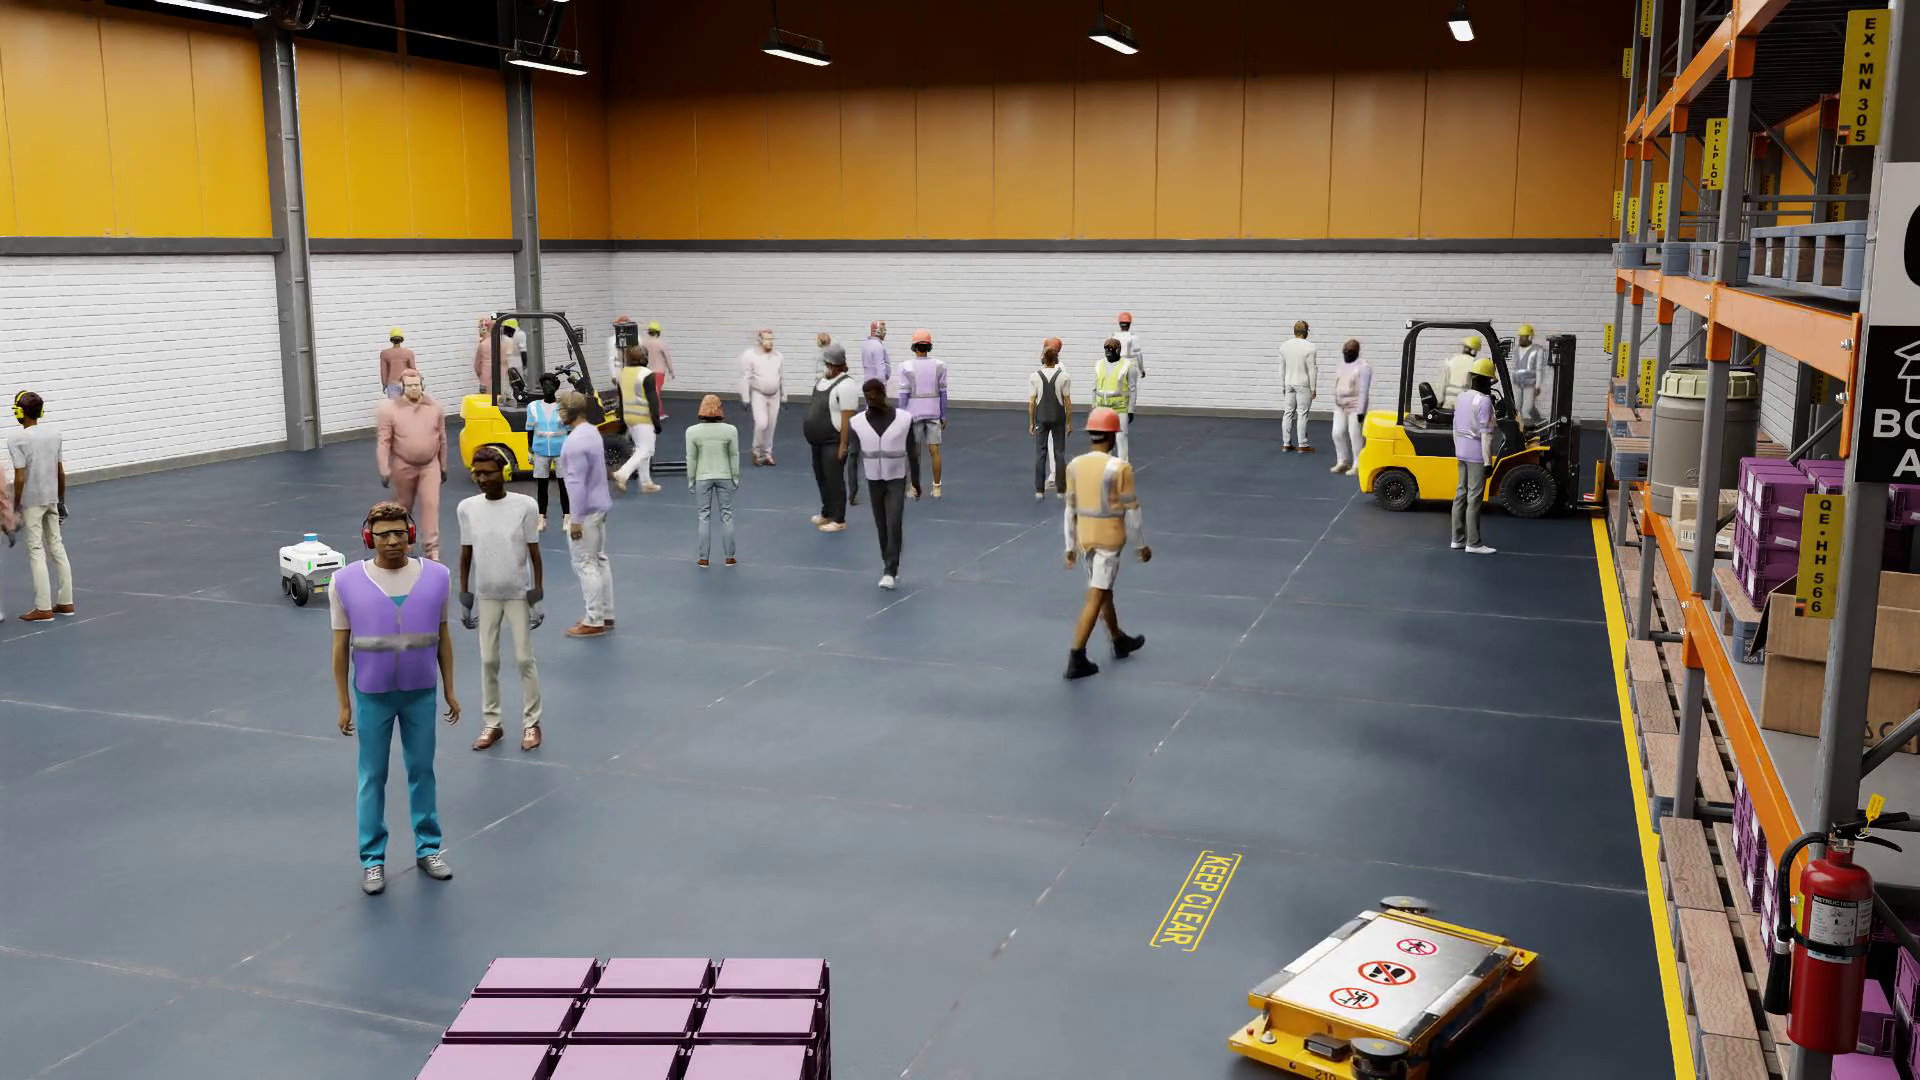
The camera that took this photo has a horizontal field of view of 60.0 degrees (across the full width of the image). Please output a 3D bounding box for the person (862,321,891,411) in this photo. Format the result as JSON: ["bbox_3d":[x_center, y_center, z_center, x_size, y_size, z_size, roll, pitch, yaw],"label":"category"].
[{"bbox_3d":[-1.228,-2.325,24.898,0.403,1.904,0.651,-4,11,-21],"label":"person"}]

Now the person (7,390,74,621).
[{"bbox_3d":[-7.462,-0.275,13.450,0.316,1.870,0.532,3,11,17],"label":"person"}]

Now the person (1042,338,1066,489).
[{"bbox_3d":[1.148,-1.576,20.738,0.355,1.883,0.575,2,10,9],"label":"person"}]

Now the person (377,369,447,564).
[{"bbox_3d":[-5.269,-0.720,16.018,0.662,1.869,0.975,-6,11,-28],"label":"person"}]

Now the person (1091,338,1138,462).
[{"bbox_3d":[1.962,-1.677,21.424,0.634,1.841,0.429,6,12,32],"label":"person"}]

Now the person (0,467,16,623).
[{"bbox_3d":[-7.691,-0.044,12.923,0.551,1.591,0.849,-1,10,-4],"label":"person"}]

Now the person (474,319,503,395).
[{"bbox_3d":[-7.255,-2.440,25.589,0.413,1.916,0.681,0,10,1],"label":"person"}]

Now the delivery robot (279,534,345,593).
[{"bbox_3d":[-5.561,0.189,14.274,0.477,0.478,0.707,-9,13,-41],"label":"delivery robot"}]

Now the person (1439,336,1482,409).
[{"bbox_3d":[6.912,-1.923,22.953,0.637,1.791,0.472,9,13,41],"label":"person"}]

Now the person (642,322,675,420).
[{"bbox_3d":[-5.215,-2.862,28.459,0.522,1.721,0.925,4,11,23],"label":"person"}]

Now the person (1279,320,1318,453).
[{"bbox_3d":[4.950,-2.236,24.298,0.368,1.939,0.633,-10,14,-43],"label":"person"}]

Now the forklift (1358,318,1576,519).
[{"bbox_3d":[5.787,-1.437,19.079,2.313,2.155,1.214,3,11,19],"label":"forklift"}]

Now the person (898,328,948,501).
[{"bbox_3d":[-0.449,-1.490,19.798,0.605,2.045,0.383,-3,11,-17],"label":"person"}]

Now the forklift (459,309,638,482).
[{"bbox_3d":[-5.354,-1.902,21.697,2.313,2.155,1.214,-2,10,-13],"label":"forklift"}]

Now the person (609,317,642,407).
[{"bbox_3d":[-5.457,-2.733,27.339,0.602,1.850,0.717,-5,11,-27],"label":"person"}]

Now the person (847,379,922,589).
[{"bbox_3d":[-0.676,-0.501,14.737,0.643,1.854,0.912,1,10,7],"label":"person"}]

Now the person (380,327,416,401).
[{"bbox_3d":[-8.648,-2.391,25.659,0.533,1.768,0.313,-2,10,-10],"label":"person"}]

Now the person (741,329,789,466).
[{"bbox_3d":[-2.645,-1.945,22.787,0.670,1.888,0.476,-7,12,-36],"label":"person"}]

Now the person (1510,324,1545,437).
[{"bbox_3d":[8.773,-2.427,25.700,0.569,1.822,0.596,-7,12,-36],"label":"person"}]

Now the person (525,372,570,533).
[{"bbox_3d":[-4.316,-0.922,17.575,0.535,1.700,0.318,-1,10,-3],"label":"person"}]

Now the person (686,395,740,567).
[{"bbox_3d":[-2.326,-0.554,15.686,0.497,1.633,0.285,-2,10,-12],"label":"person"}]

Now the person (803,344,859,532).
[{"bbox_3d":[-1.428,-1.115,17.697,0.539,2.000,0.856,-5,11,-28],"label":"person"}]

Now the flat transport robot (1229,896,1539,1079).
[{"bbox_3d":[1.695,1.755,6.518,0.652,0.197,1.431,8,13,38],"label":"flat transport robot"}]

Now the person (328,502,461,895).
[{"bbox_3d":[-2.670,0.724,7.883,0.563,1.847,0.389,-6,12,-32],"label":"person"}]

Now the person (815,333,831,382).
[{"bbox_3d":[-2.150,-2.465,26.419,0.308,1.644,0.514,0,10,1],"label":"person"}]

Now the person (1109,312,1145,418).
[{"bbox_3d":[2.825,-2.886,28.090,0.553,1.894,0.860,7,12,33],"label":"person"}]

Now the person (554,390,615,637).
[{"bbox_3d":[-2.930,-0.205,12.957,0.415,1.921,0.632,0,10,-1],"label":"person"}]

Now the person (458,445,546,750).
[{"bbox_3d":[-2.742,0.347,9.985,0.514,1.862,0.337,0,10,2],"label":"person"}]

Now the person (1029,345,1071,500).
[{"bbox_3d":[1.075,-1.391,19.808,0.505,1.845,0.346,1,10,8],"label":"person"}]

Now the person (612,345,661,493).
[{"bbox_3d":[-3.941,-1.448,20.176,0.617,1.825,0.724,9,14,43],"label":"person"}]

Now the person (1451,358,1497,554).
[{"bbox_3d":[5.084,-0.827,16.411,0.372,1.922,0.585,-3,10,-15],"label":"person"}]

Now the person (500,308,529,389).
[{"bbox_3d":[-7.591,-2.955,28.274,0.612,1.963,0.364,4,11,21],"label":"person"}]

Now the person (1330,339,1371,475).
[{"bbox_3d":[5.156,-1.732,21.840,0.518,1.804,0.645,-6,12,-31],"label":"person"}]

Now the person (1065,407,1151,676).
[{"bbox_3d":[1.048,-0.002,11.883,0.967,1.890,0.555,-9,13,-41],"label":"person"}]

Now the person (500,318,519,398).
[{"bbox_3d":[-7.568,-2.759,27.463,0.854,1.870,0.667,-7,12,-34],"label":"person"}]
